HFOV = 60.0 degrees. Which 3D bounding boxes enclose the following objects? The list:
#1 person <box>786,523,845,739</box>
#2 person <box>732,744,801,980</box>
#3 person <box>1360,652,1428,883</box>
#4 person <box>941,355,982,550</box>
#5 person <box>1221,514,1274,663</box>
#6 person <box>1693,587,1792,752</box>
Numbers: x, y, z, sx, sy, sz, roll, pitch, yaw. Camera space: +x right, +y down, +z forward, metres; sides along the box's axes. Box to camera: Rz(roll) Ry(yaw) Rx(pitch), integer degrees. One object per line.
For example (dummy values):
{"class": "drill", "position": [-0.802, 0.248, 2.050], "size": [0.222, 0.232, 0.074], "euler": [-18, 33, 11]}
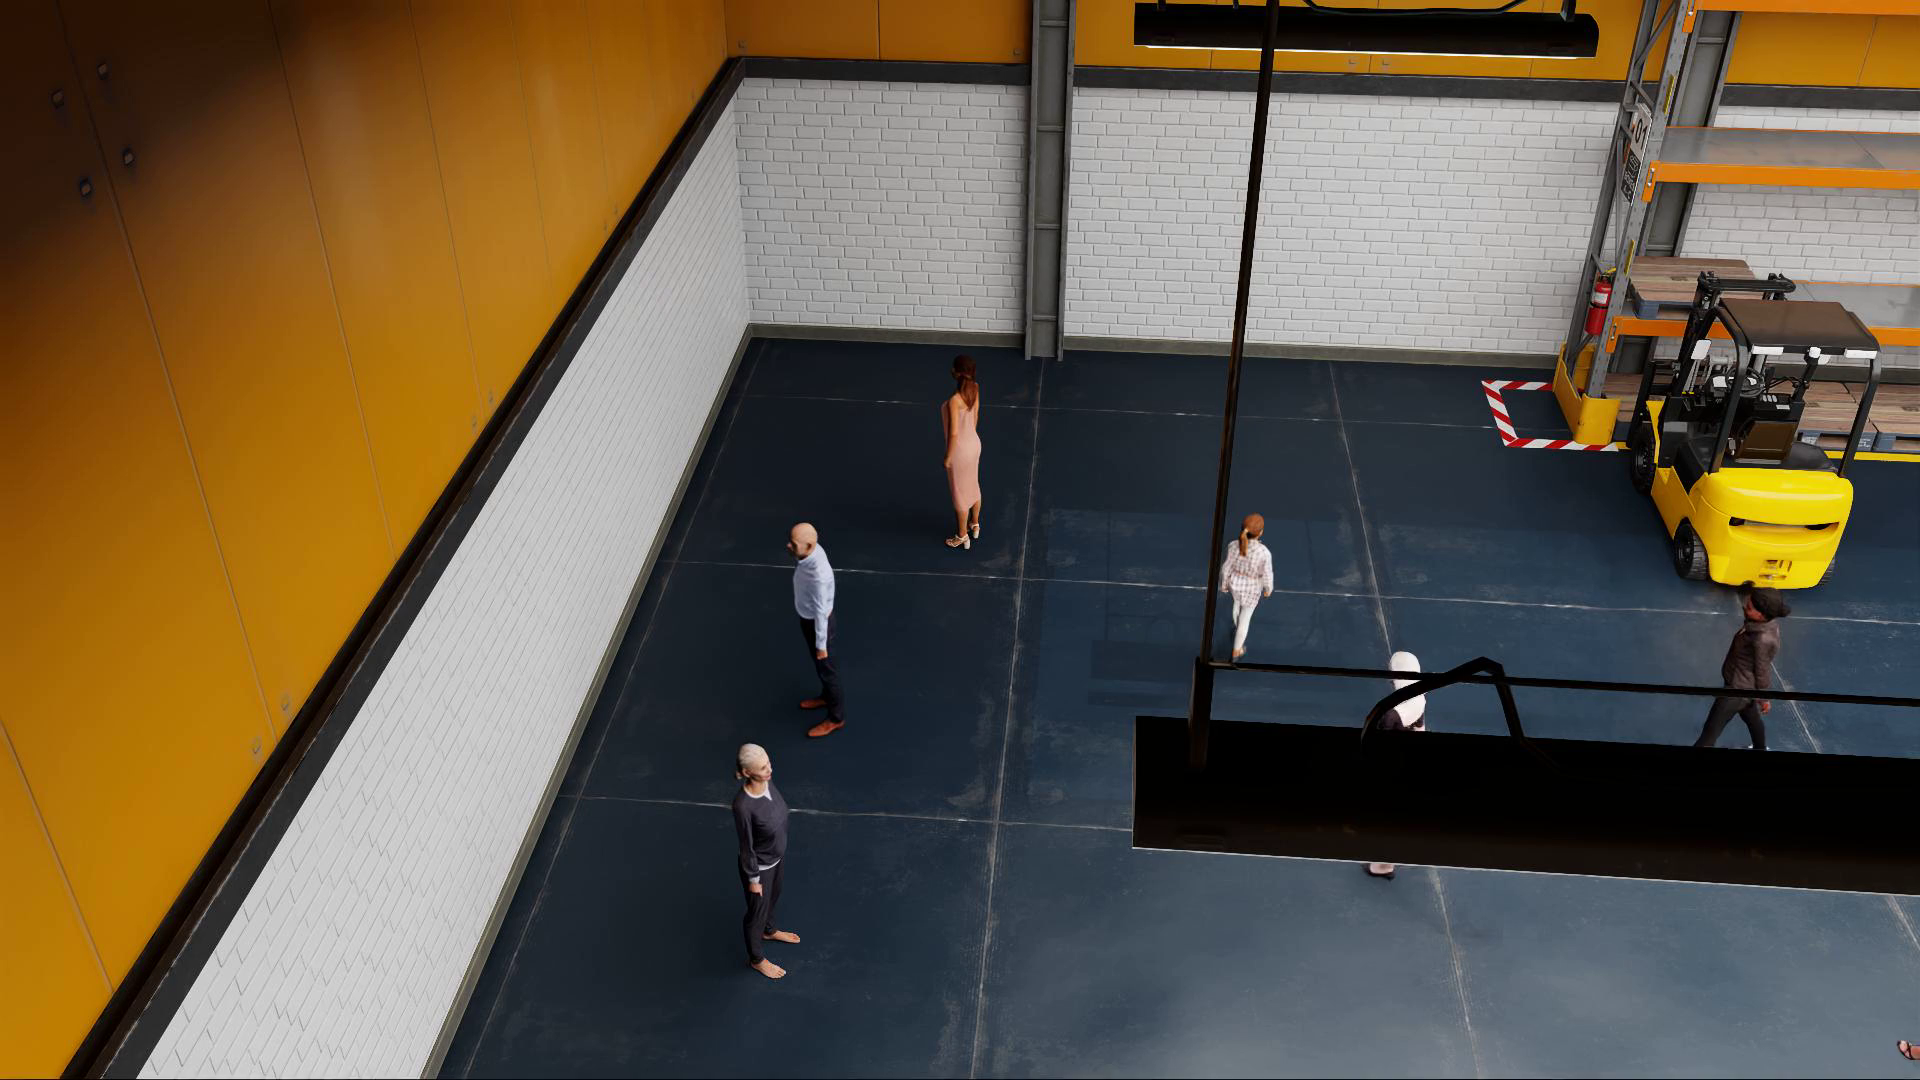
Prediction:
{"class": "person", "position": [-1.040, 0.622, 12.124], "size": [0.712, 1.784, 0.728], "euler": [-9, 35, -13]}
{"class": "person", "position": [-1.223, 1.925, 10.215], "size": [0.571, 1.726, 0.637], "euler": [8, 35, 12]}
{"class": "person", "position": [2.878, 1.550, 10.703], "size": [0.795, 1.812, 0.738], "euler": [27, 42, 34]}
{"class": "person", "position": [0.035, -0.756, 14.156], "size": [0.664, 1.831, 0.662], "euler": [20, 38, 27]}
{"class": "person", "position": [2.186, 0.400, 12.901], "size": [0.787, 1.292, 0.781], "euler": [18, 38, 25]}
{"class": "person", "position": [5.342, 0.988, 11.689], "size": [0.753, 1.656, 1.131], "euler": [3, 34, 5]}
